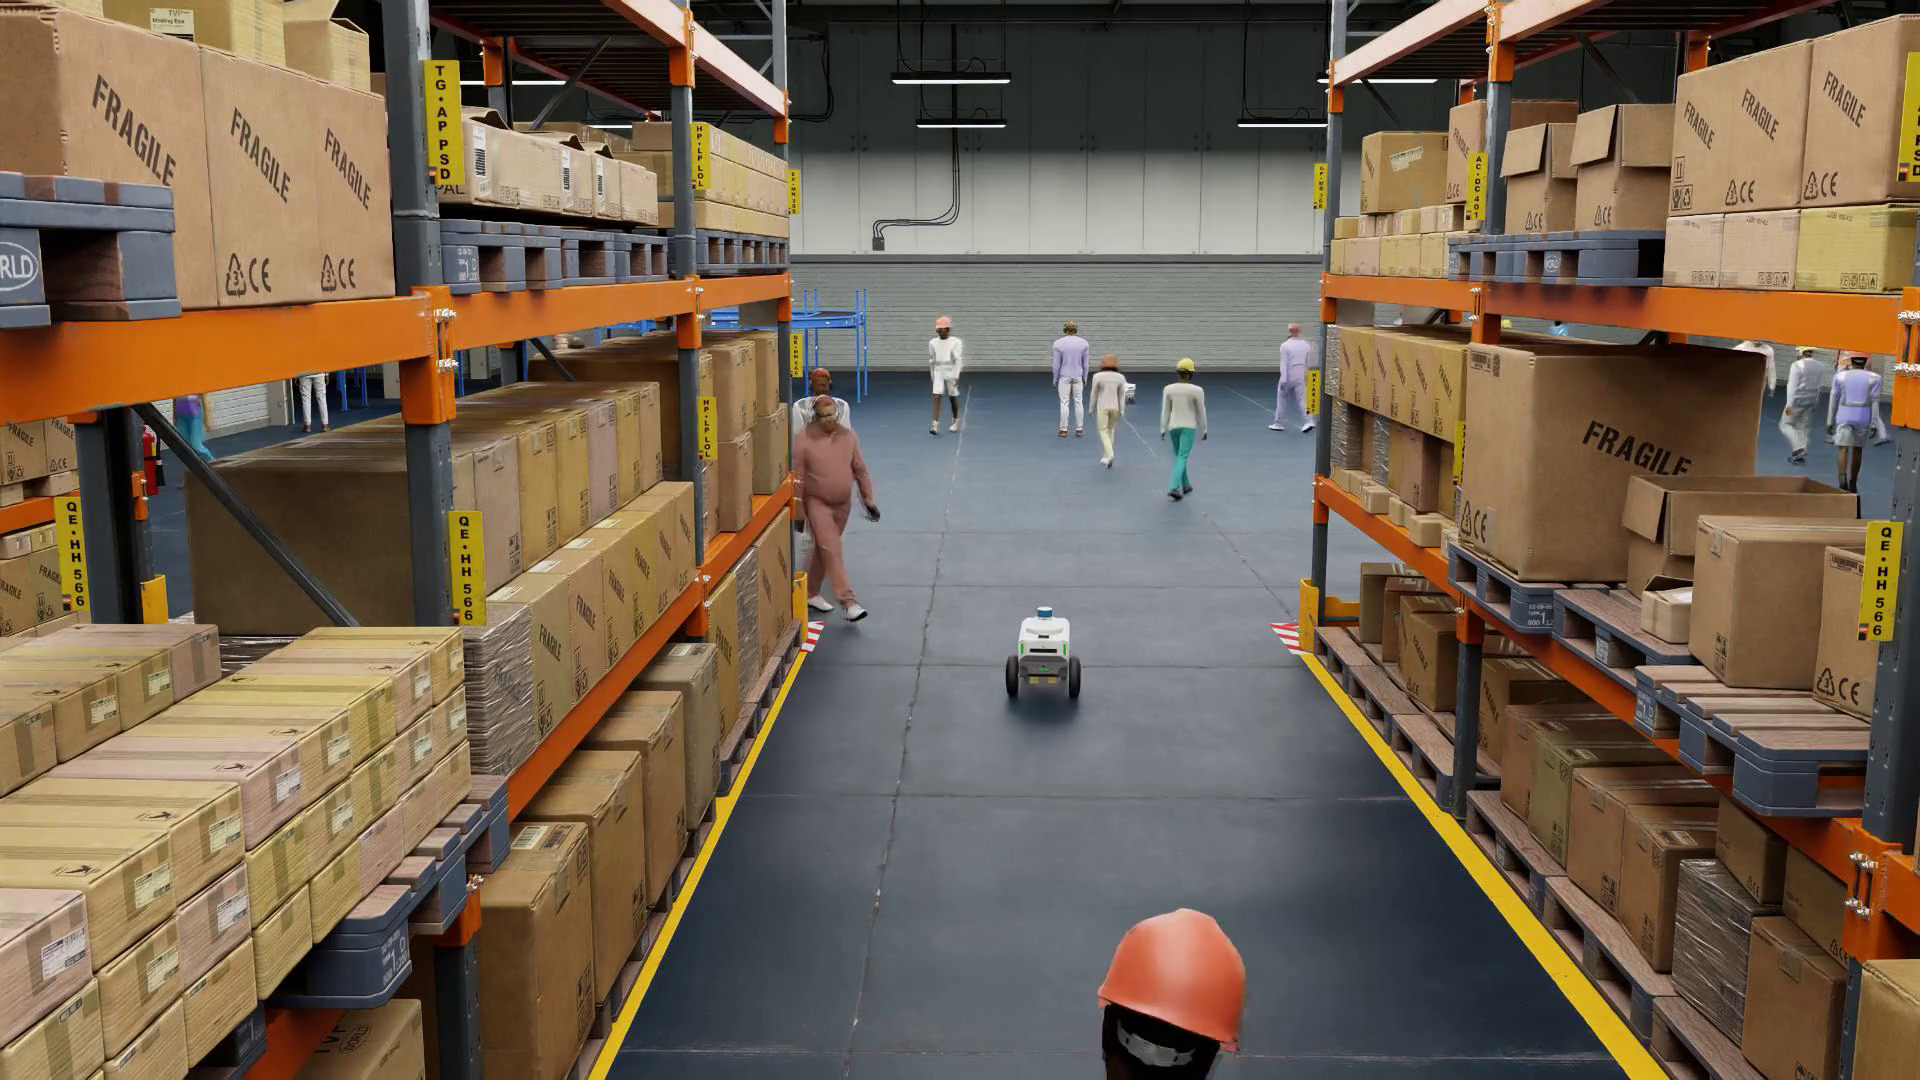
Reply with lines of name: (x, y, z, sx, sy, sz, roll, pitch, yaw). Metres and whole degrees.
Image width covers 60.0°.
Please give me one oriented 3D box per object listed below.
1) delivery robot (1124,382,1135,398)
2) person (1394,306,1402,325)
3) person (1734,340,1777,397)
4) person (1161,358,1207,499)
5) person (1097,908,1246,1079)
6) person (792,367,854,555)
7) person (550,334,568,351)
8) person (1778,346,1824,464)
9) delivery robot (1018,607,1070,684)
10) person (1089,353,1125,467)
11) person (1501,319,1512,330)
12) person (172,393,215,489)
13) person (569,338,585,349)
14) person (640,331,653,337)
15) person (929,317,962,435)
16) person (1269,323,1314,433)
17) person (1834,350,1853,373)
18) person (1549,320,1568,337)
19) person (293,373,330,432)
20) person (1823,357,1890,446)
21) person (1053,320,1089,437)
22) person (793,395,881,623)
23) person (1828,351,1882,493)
delivery robot: (3.266, -3.139, 34.438, 0.707, 0.478, 0.477, 9, 13, 42)
person: (10.665, -4.694, 39.903, 0.558, 1.904, 0.954, 6, 11, 31)
person: (12.643, -2.441, 26.430, 0.680, 1.877, 0.811, 0, 9, 2)
person: (2.769, -1.390, 20.652, 0.540, 1.720, 0.916, 6, 11, 30)
person: (0.224, 1.539, 2.568, 0.627, 1.890, 0.624, -1, 9, -4)
person: (-1.342, -0.748, 16.308, 0.587, 1.883, 0.432, -2, 10, -14)
person: (-5.786, -2.043, 24.084, 0.668, 1.886, 0.442, -7, 12, -35)
person: (12.113, -1.995, 23.970, 0.614, 1.809, 0.438, -4, 10, -23)
delivery robot: (0.580, 0.704, 11.404, 0.477, 0.478, 0.707, 1, 9, 4)
person: (2.128, -1.861, 23.764, 0.499, 1.609, 0.737, -3, 10, -17)
person: (10.996, -3.584, 33.675, 0.374, 1.750, 0.542, -5, 11, -29)
person: (-9.896, -1.581, 21.452, 0.584, 1.826, 0.530, 4, 10, 20)
person: (-5.699, -2.109, 24.755, 1.003, 1.778, 0.634, 7, 12, 38)
person: (-8.233, -5.412, 43.892, 0.535, 2.000, 0.673, 8, 12, 39)
person: (-0.253, -2.790, 28.265, 0.614, 1.987, 1.098, 3, 10, 16)
person: (5.753, -2.791, 28.599, 0.655, 1.867, 0.965, -5, 11, -29)
person: (18.089, -3.559, 33.864, 0.523, 1.640, 0.306, 6, 11, 32)
person: (14.759, -4.760, 40.966, 0.740, 1.675, 0.536, -8, 12, -40)
person: (-11.183, -2.838, 28.655, 0.605, 1.937, 0.412, -4, 10, -23)
person: (14.402, -2.369, 26.507, 0.919, 1.720, 0.530, 9, 13, 43)
person: (1.846, -2.706, 27.863, 0.628, 1.940, 0.373, -2, 10, -11)
person: (-1.046, -0.264, 13.535, 0.650, 1.833, 1.031, -9, 13, -42)
person: (11.155, -1.499, 20.774, 0.554, 1.910, 0.920, 5, 11, 28)
